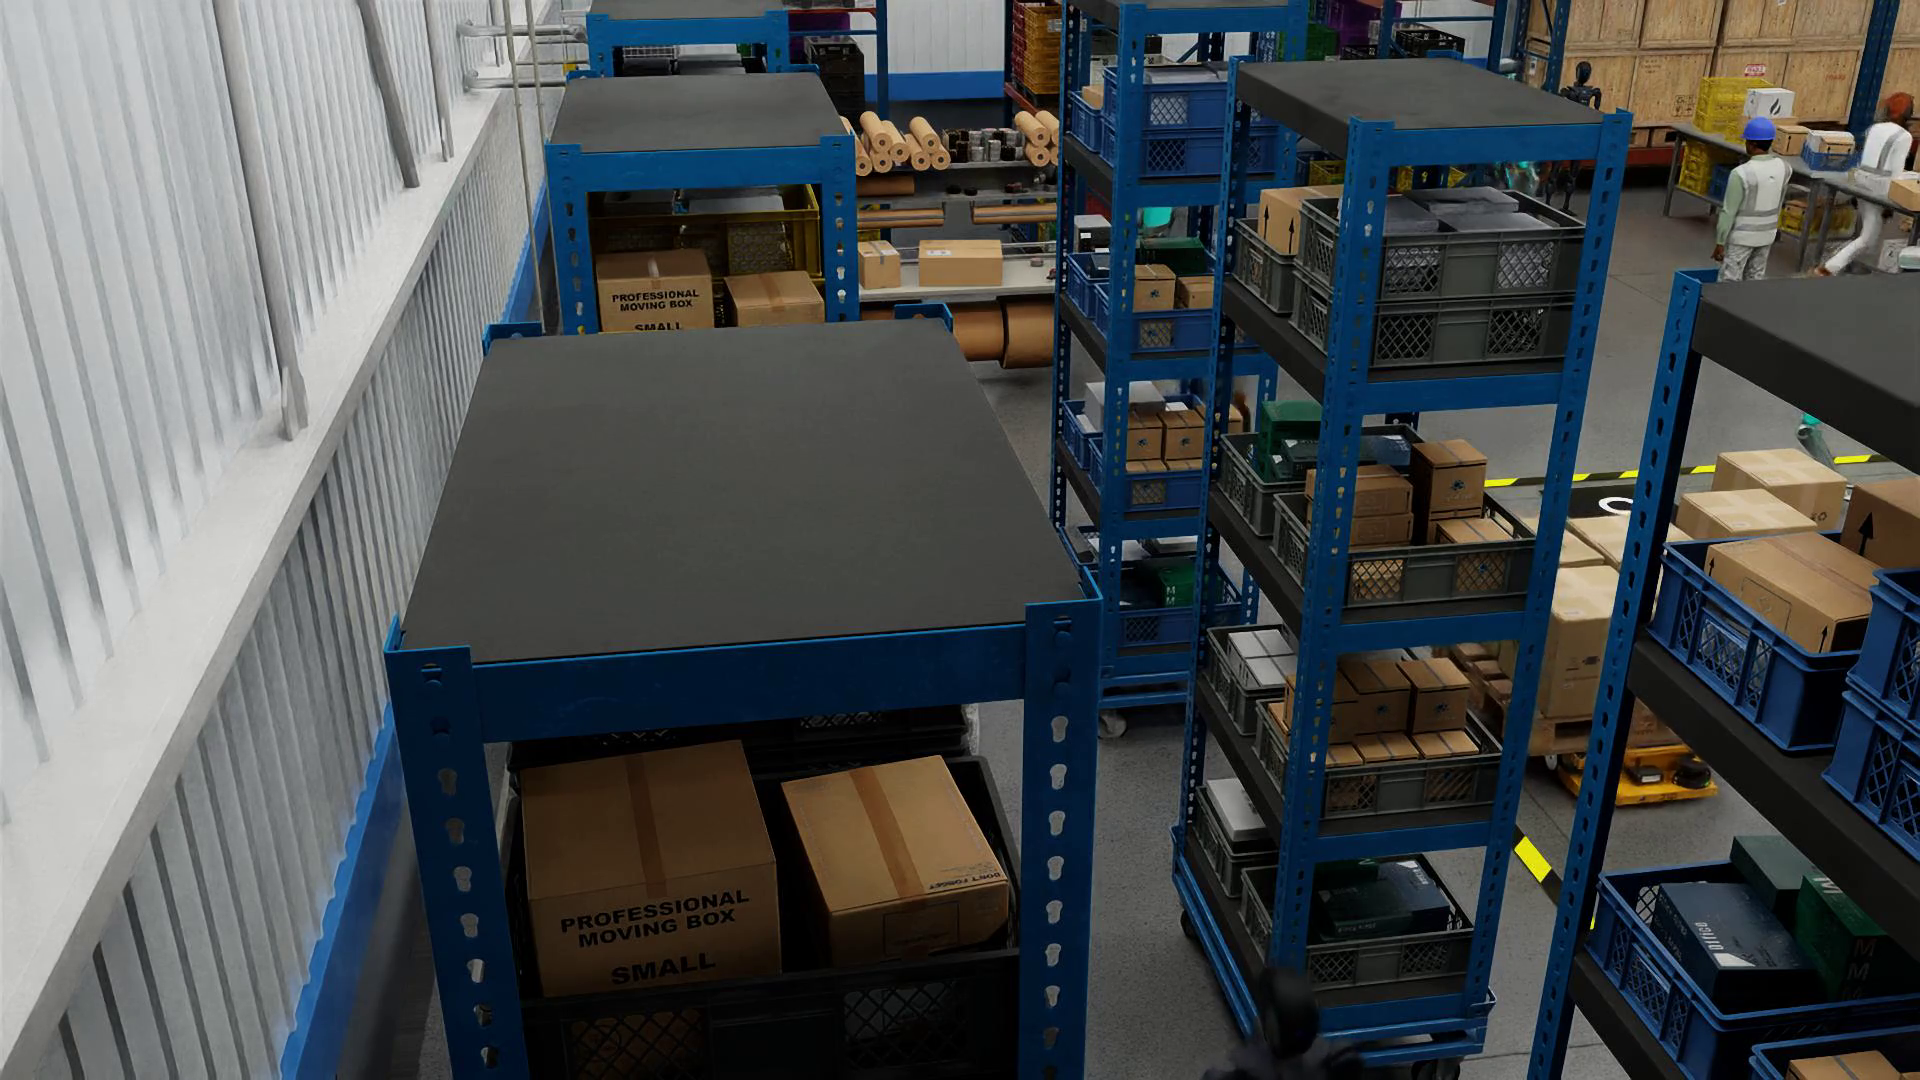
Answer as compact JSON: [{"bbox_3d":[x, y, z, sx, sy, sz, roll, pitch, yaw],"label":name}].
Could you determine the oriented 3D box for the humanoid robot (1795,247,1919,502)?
[{"bbox_3d":[5.775,-1.102,10.778,0.735,1.675,0.533,14,28,27],"label":"humanoid robot"}]

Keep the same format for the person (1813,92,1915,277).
[{"bbox_3d":[8.333,-3.173,15.311,0.803,1.852,0.602,-3,25,-7],"label":"person"}]

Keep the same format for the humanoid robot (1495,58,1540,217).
[{"bbox_3d":[5.908,-4.142,17.598,0.568,1.777,0.904,-16,29,-31],"label":"humanoid robot"}]

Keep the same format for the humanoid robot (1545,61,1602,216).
[{"bbox_3d":[6.645,-4.344,18.044,0.599,1.653,0.315,-4,25,-8],"label":"humanoid robot"}]

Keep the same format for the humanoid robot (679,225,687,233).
[{"bbox_3d":[-2.144,-2.459,13.901,0.553,1.741,1.018,-3,25,-6],"label":"humanoid robot"}]

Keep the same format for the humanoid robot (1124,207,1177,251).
[{"bbox_3d":[1.402,-2.397,13.767,0.803,1.792,0.534,22,33,40],"label":"humanoid robot"}]

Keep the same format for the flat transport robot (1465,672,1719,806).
[{"bbox_3d":[3.134,0.860,8.396,0.652,0.197,1.431,-4,25,-8],"label":"flat transport robot"}]

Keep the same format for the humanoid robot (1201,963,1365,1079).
[{"bbox_3d":[0.847,1.855,4.608,0.587,1.654,0.450,-9,26,-18],"label":"humanoid robot"}]

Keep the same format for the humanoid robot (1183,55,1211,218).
[{"bbox_3d":[2.683,-4.383,18.071,0.550,1.807,0.670,11,27,22],"label":"humanoid robot"}]

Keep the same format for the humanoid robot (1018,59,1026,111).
[{"bbox_3d":[0.791,-4.602,18.657,0.438,1.675,0.599,3,25,7],"label":"humanoid robot"}]

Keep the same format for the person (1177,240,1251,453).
[{"bbox_3d":[1.706,-1.115,10.911,0.842,1.786,0.612,-16,29,-31],"label":"person"}]

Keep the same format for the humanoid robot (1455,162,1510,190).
[{"bbox_3d":[5.216,-3.707,16.724,0.613,1.634,0.742,-8,26,-17],"label":"humanoid robot"}]

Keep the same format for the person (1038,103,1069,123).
[{"bbox_3d":[1.119,-4.597,18.249,0.852,1.992,0.618,1,25,2],"label":"person"}]

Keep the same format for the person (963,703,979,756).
[{"bbox_3d":[-0.127,0.455,7.436,0.430,1.837,0.621,18,30,34],"label":"person"}]

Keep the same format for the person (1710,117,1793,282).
[{"bbox_3d":[6.494,-2.510,13.761,0.603,1.939,0.417,-9,26,-18],"label":"person"}]
